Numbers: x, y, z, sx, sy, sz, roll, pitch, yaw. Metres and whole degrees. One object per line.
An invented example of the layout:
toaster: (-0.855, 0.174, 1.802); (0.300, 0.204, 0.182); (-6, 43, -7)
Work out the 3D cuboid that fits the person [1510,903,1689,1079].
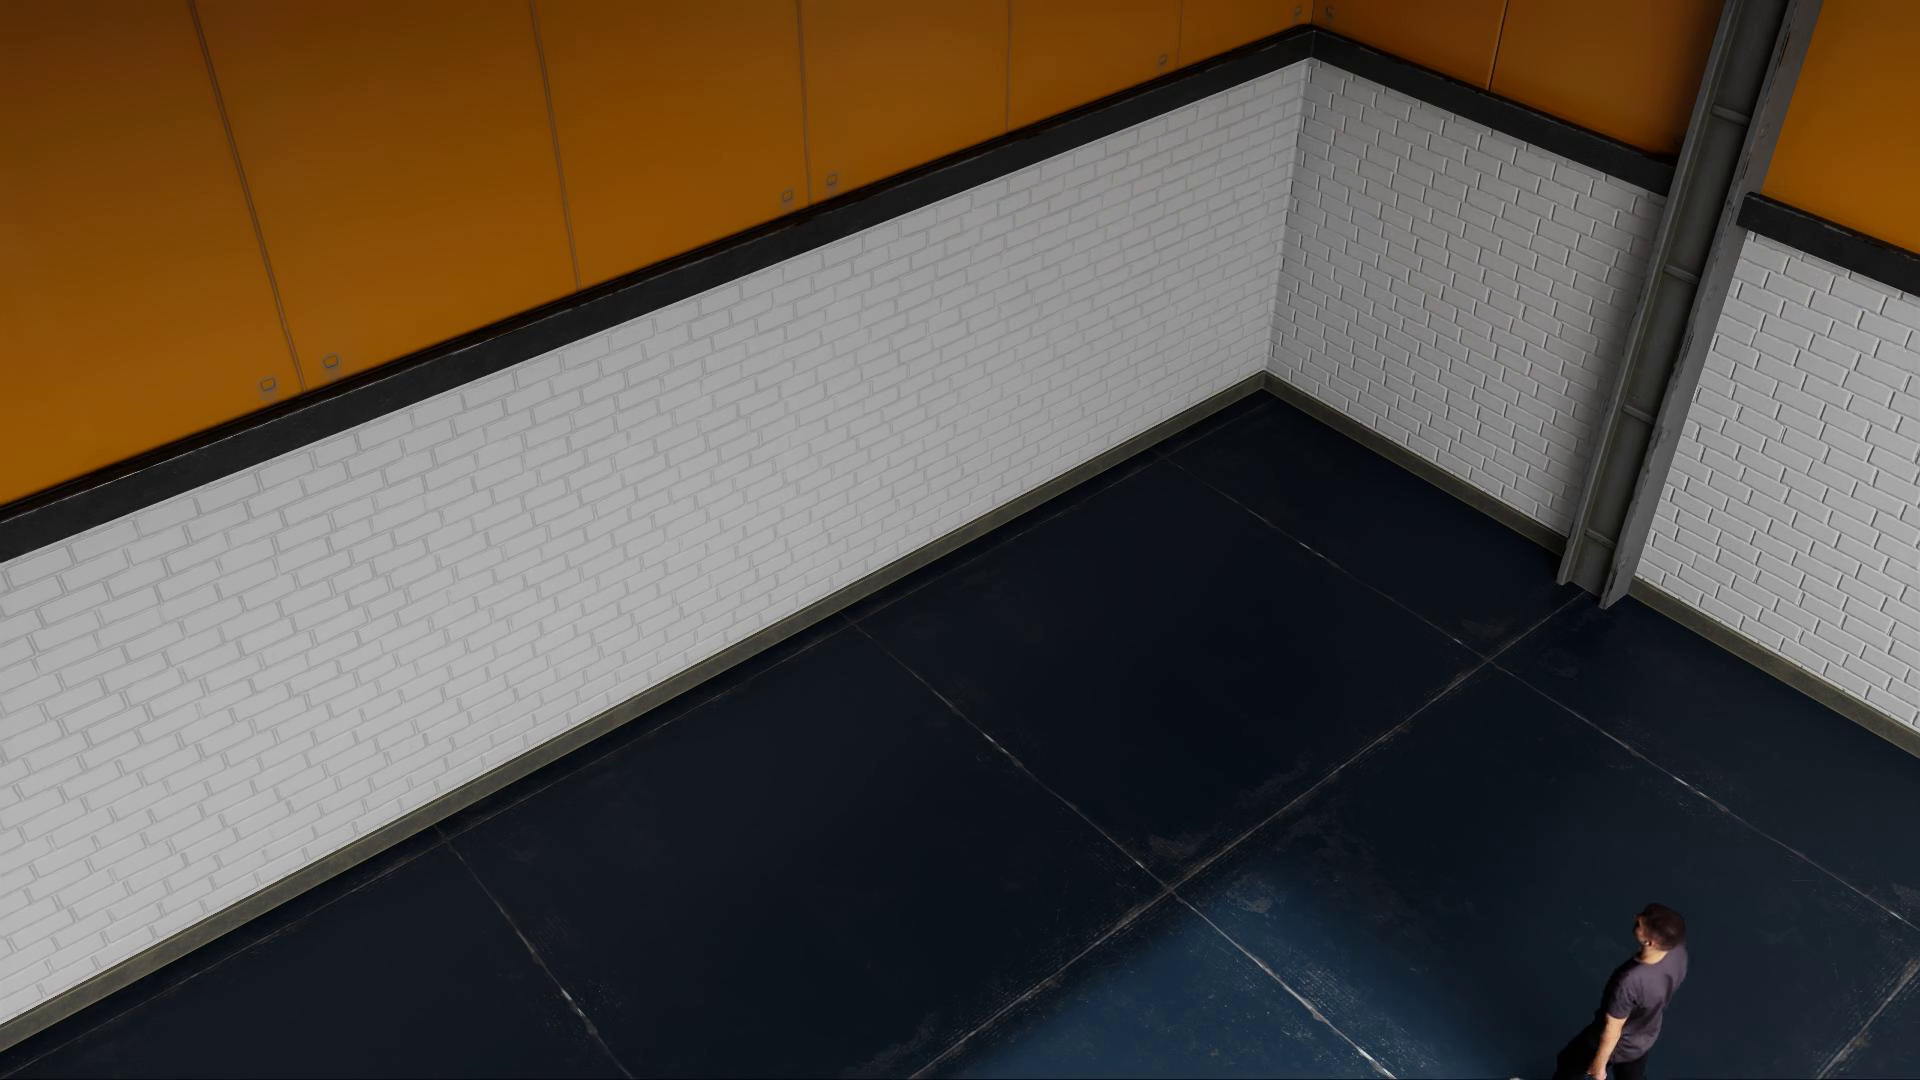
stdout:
person: (3.128, 2.332, 7.687); (0.665, 1.739, 1.109); (-26, 46, -29)
